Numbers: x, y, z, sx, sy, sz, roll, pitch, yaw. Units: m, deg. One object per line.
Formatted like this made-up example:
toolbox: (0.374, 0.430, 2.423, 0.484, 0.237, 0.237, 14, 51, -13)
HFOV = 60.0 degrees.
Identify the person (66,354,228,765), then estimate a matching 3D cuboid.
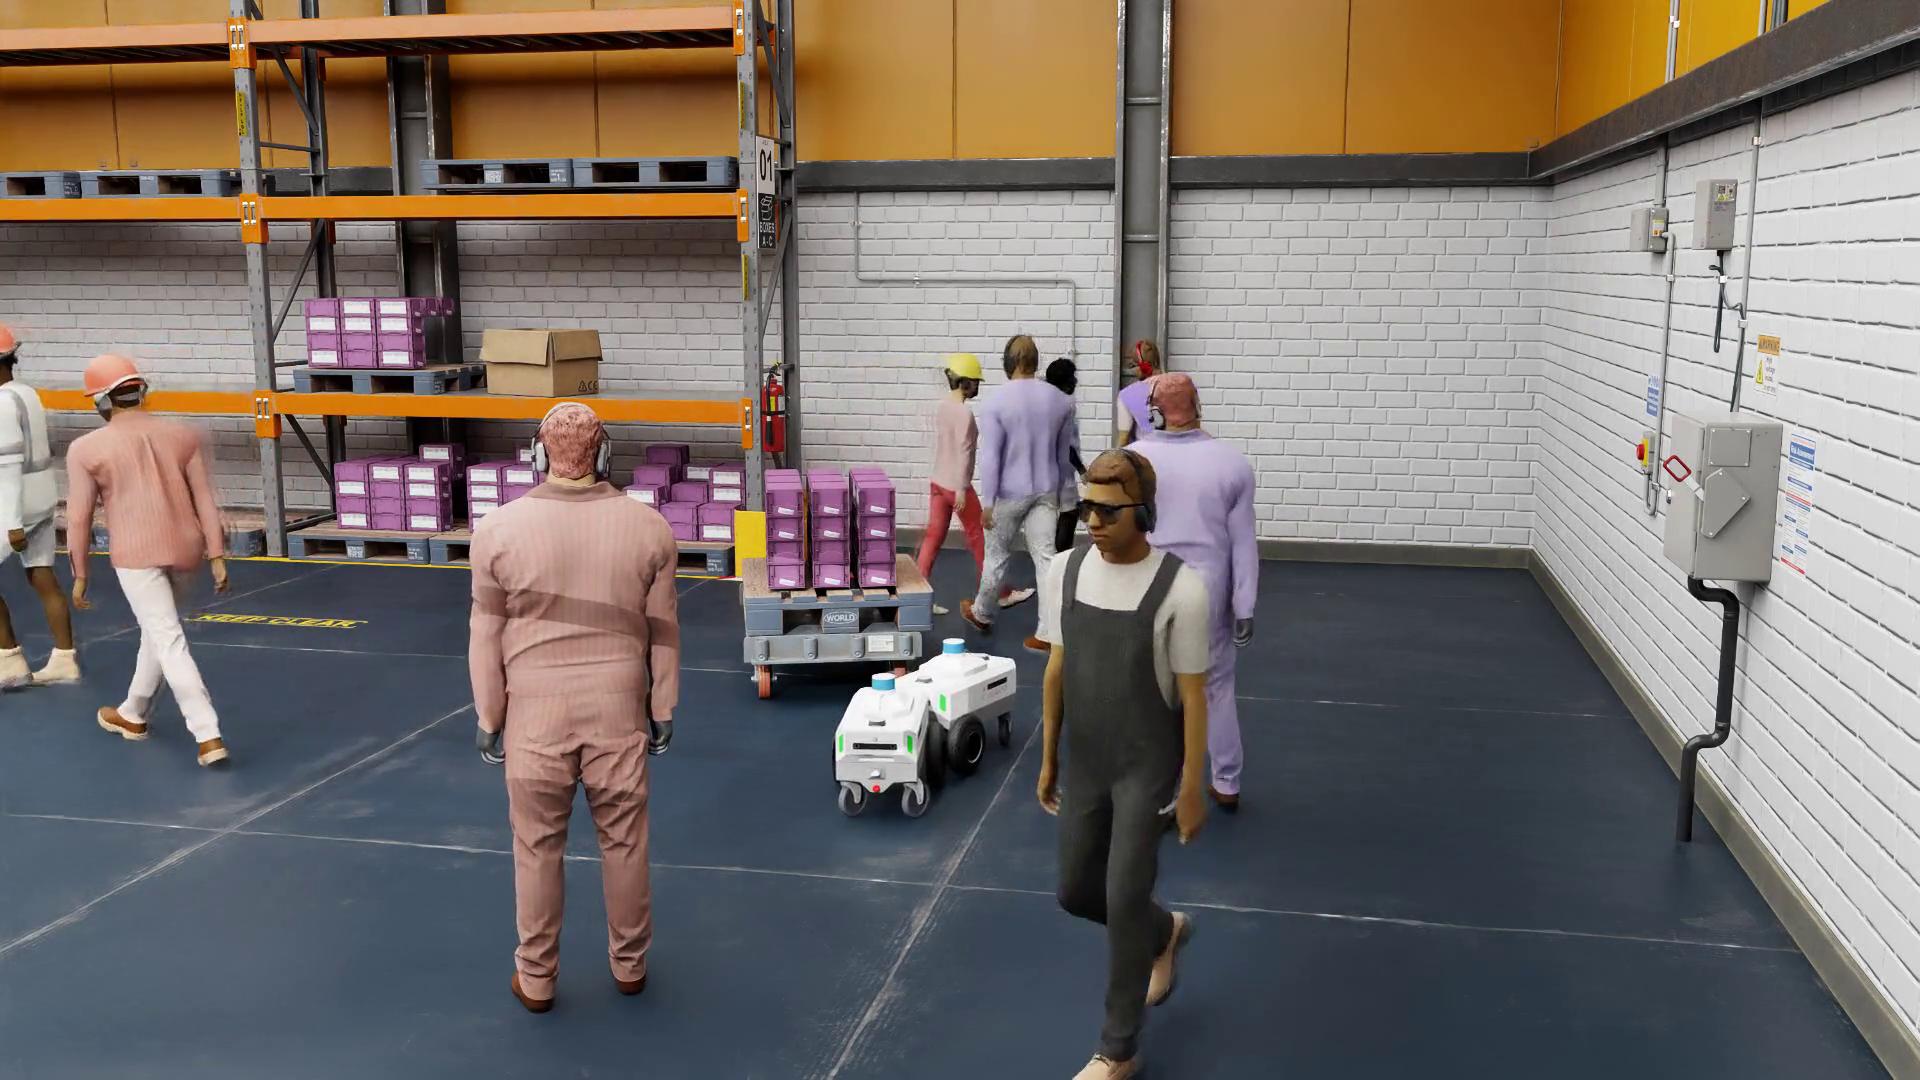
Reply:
person: (-3.794, 0.092, 7.795, 1.111, 1.906, 0.621, 7, 12, 35)

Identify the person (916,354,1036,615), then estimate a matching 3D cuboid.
person: (0.050, -0.361, 11.013, 0.885, 1.719, 0.535, -4, 10, -22)

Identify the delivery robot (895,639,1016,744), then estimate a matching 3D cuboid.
delivery robot: (-0.028, 0.708, 7.828, 0.477, 0.478, 0.707, 6, 11, 31)

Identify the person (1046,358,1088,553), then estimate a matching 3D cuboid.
person: (0.732, -0.495, 12.061, 0.376, 1.653, 0.660, -1, 10, -9)

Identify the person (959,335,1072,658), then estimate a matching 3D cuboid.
person: (0.331, -0.284, 10.050, 0.656, 1.892, 0.973, -5, 10, -26)

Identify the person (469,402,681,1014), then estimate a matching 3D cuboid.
person: (-1.202, 0.519, 5.227, 0.647, 1.900, 0.403, -4, 10, -22)

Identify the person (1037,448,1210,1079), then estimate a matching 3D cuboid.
person: (0.492, 0.631, 4.742, 0.515, 1.827, 0.629, 7, 12, 37)

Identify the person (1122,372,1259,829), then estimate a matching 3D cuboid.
person: (0.899, 0.247, 6.918, 0.668, 1.877, 0.629, 2, 10, 9)

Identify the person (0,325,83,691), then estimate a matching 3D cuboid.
person: (-5.170, -0.170, 8.995, 0.682, 2.016, 0.632, -2, 10, -10)

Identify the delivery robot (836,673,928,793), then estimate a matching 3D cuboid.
delivery robot: (-0.328, 0.819, 7.159, 0.477, 0.478, 0.707, 1, 9, 3)

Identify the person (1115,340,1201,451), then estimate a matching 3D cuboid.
person: (1.357, -0.433, 11.207, 0.621, 1.818, 0.410, -2, 10, -14)
